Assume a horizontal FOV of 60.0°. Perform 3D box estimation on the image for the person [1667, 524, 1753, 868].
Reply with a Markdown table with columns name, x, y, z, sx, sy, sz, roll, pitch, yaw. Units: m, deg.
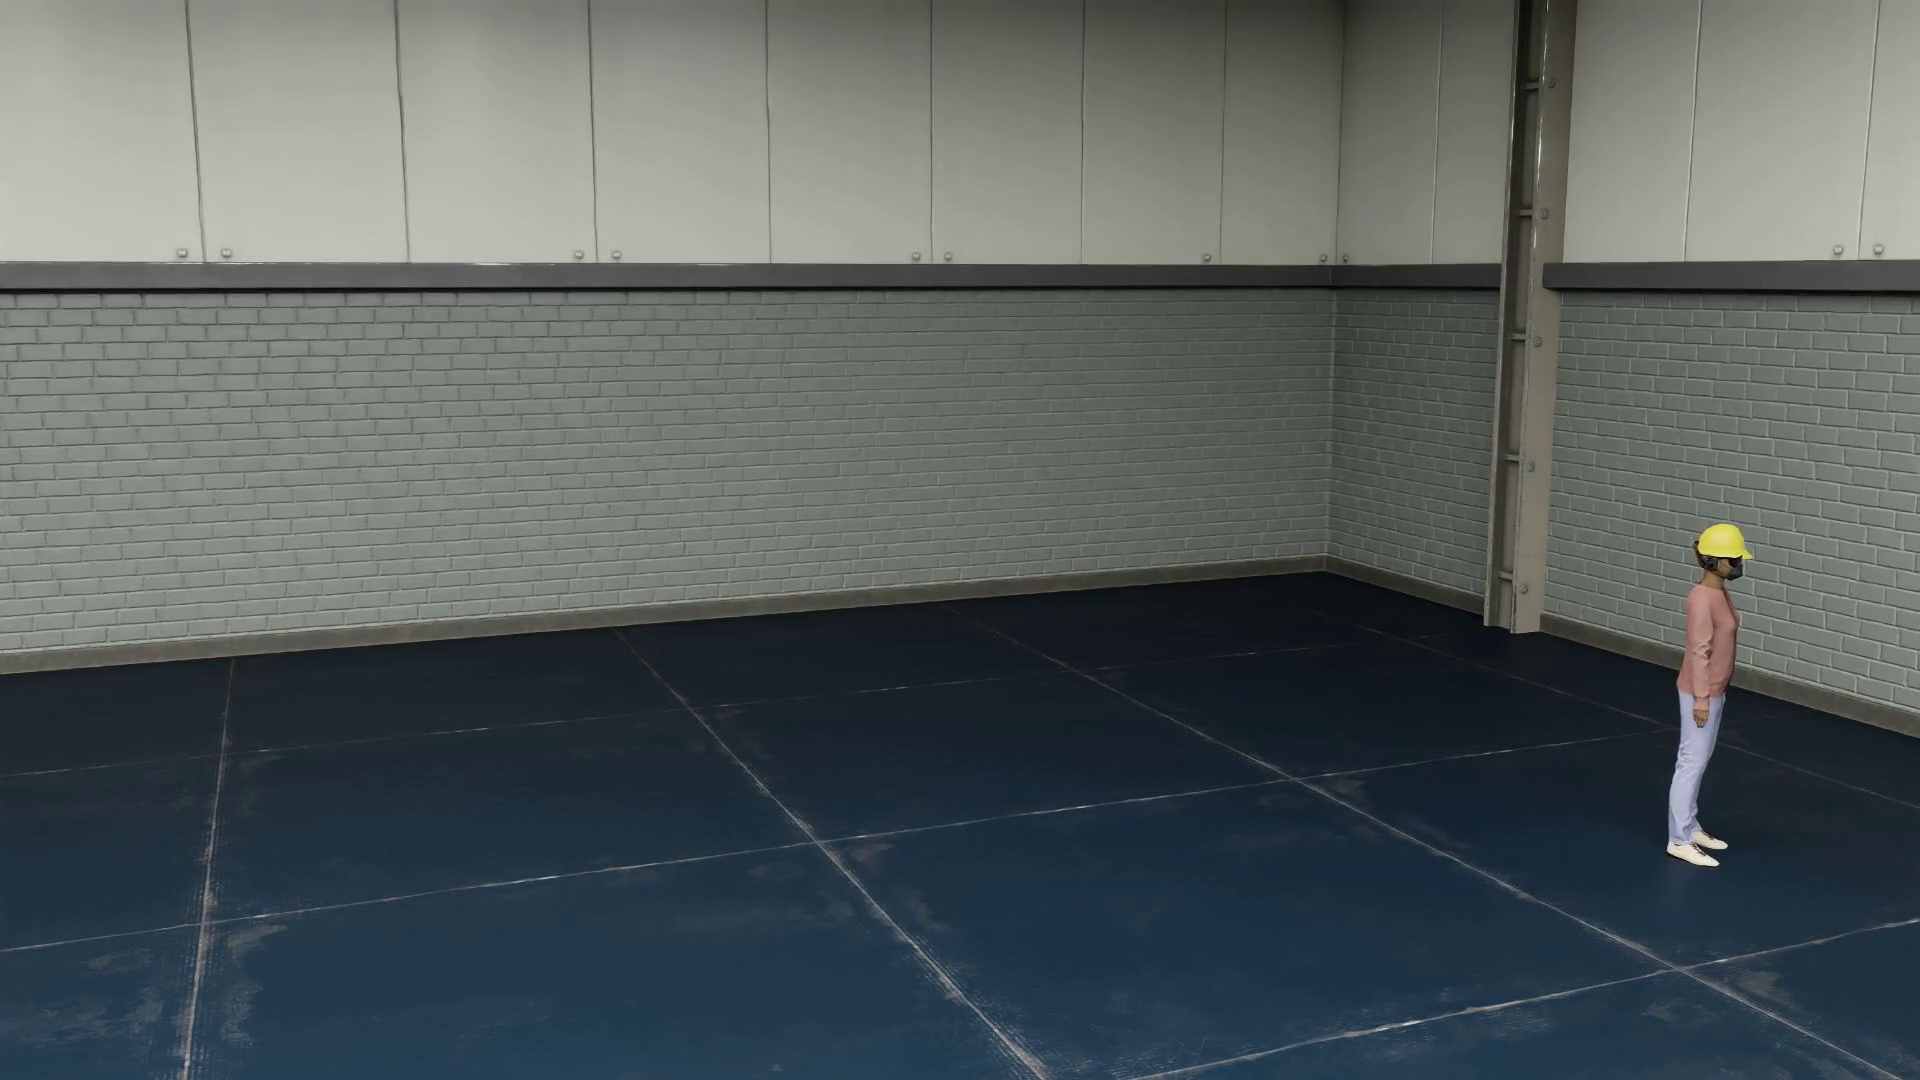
| name | x | y | z | sx | sy | sz | roll | pitch | yaw |
| --- | --- | --- | --- | --- | --- | --- | --- | --- | --- |
| person | 3.888 | 0.790 | 8.619 | 0.314 | 1.767 | 0.534 | 6 | 11 | 32 |
